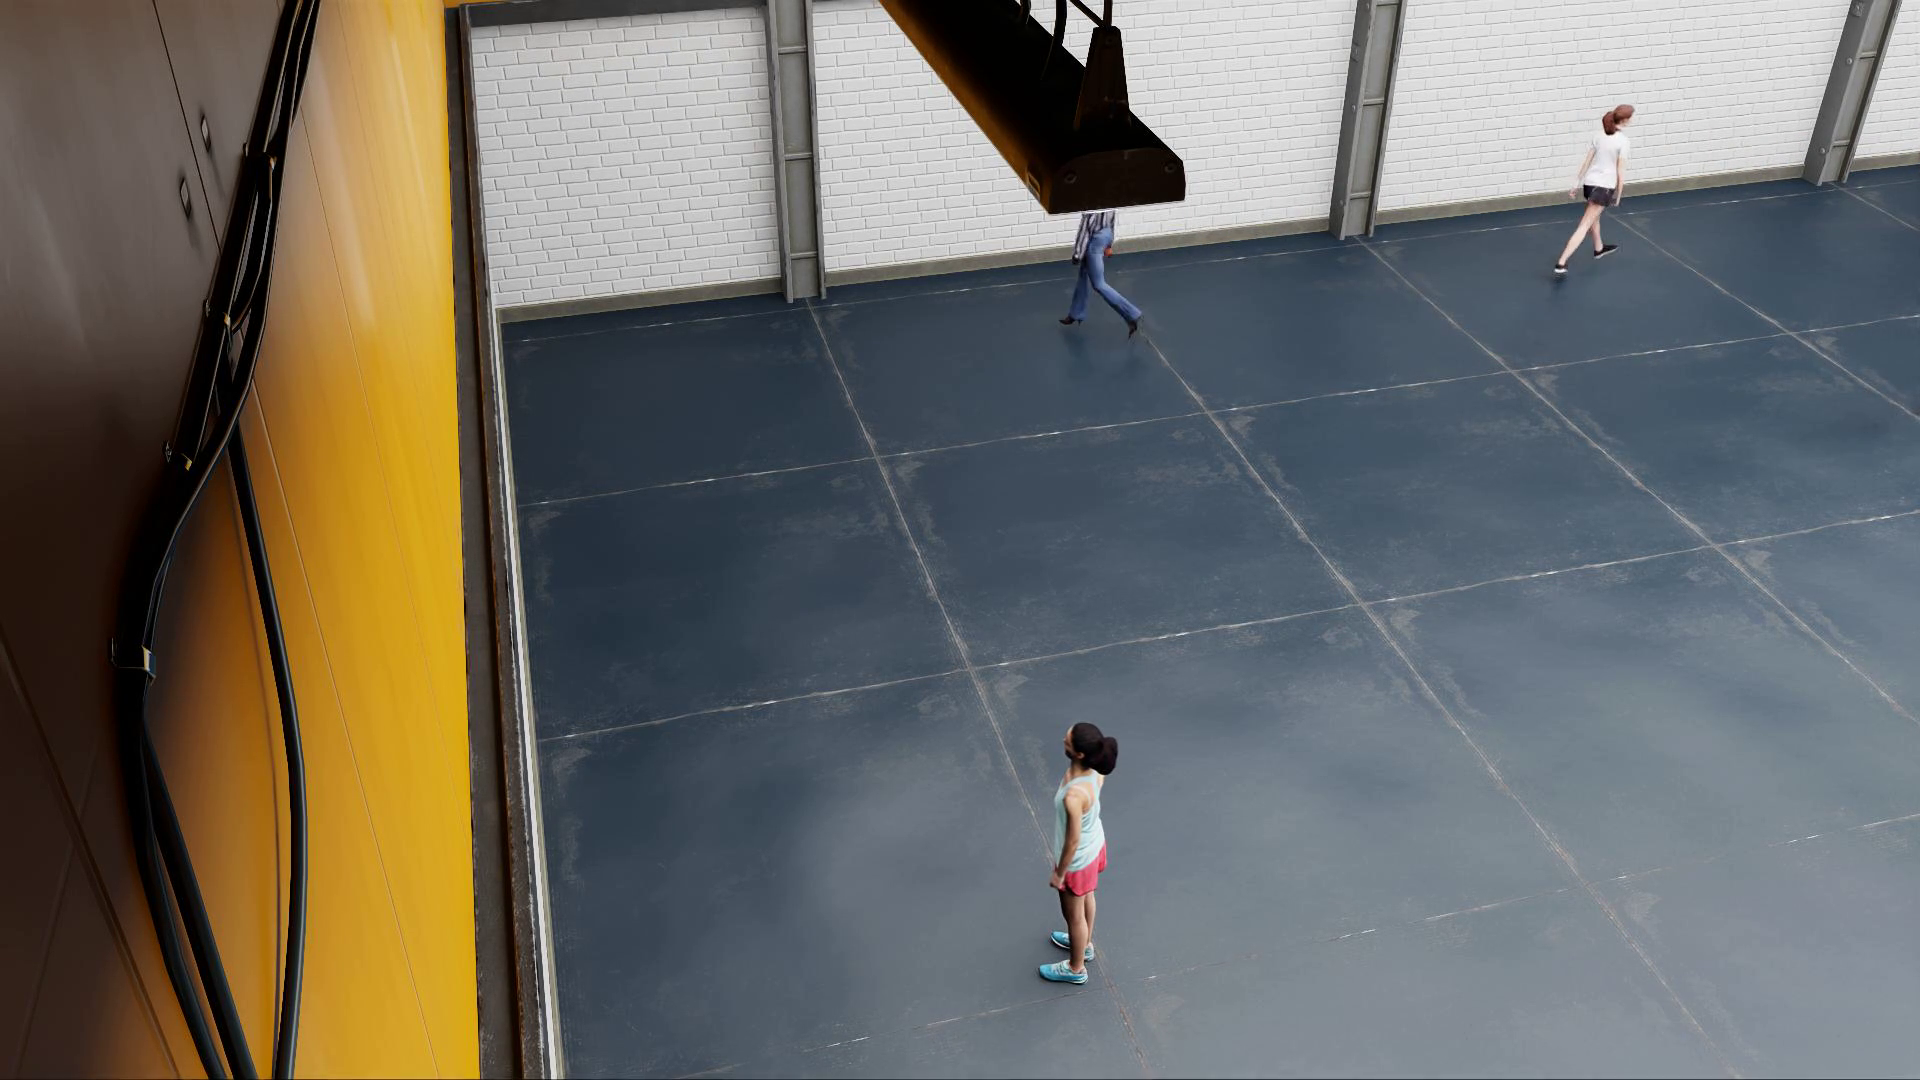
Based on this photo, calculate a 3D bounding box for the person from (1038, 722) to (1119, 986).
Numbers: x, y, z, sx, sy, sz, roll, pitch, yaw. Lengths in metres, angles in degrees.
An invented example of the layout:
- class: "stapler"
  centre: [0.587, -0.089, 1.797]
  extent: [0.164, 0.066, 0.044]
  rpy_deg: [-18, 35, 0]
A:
- class: "person"
  centre: [0.624, 1.666, 8.898]
  extent: [0.751, 1.765, 0.707]
  rpy_deg: [12, 35, 17]

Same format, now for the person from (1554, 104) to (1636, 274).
- class: "person"
  centre: [6.328, -3.469, 16.692]
  extent: [1.253, 1.689, 0.886]
  rpy_deg: [-23, 40, -30]

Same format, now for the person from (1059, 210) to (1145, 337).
- class: "person"
  centre: [1.353, -2.691, 15.454]
  extent: [1.188, 1.762, 1.079]
  rpy_deg: [14, 36, 20]
